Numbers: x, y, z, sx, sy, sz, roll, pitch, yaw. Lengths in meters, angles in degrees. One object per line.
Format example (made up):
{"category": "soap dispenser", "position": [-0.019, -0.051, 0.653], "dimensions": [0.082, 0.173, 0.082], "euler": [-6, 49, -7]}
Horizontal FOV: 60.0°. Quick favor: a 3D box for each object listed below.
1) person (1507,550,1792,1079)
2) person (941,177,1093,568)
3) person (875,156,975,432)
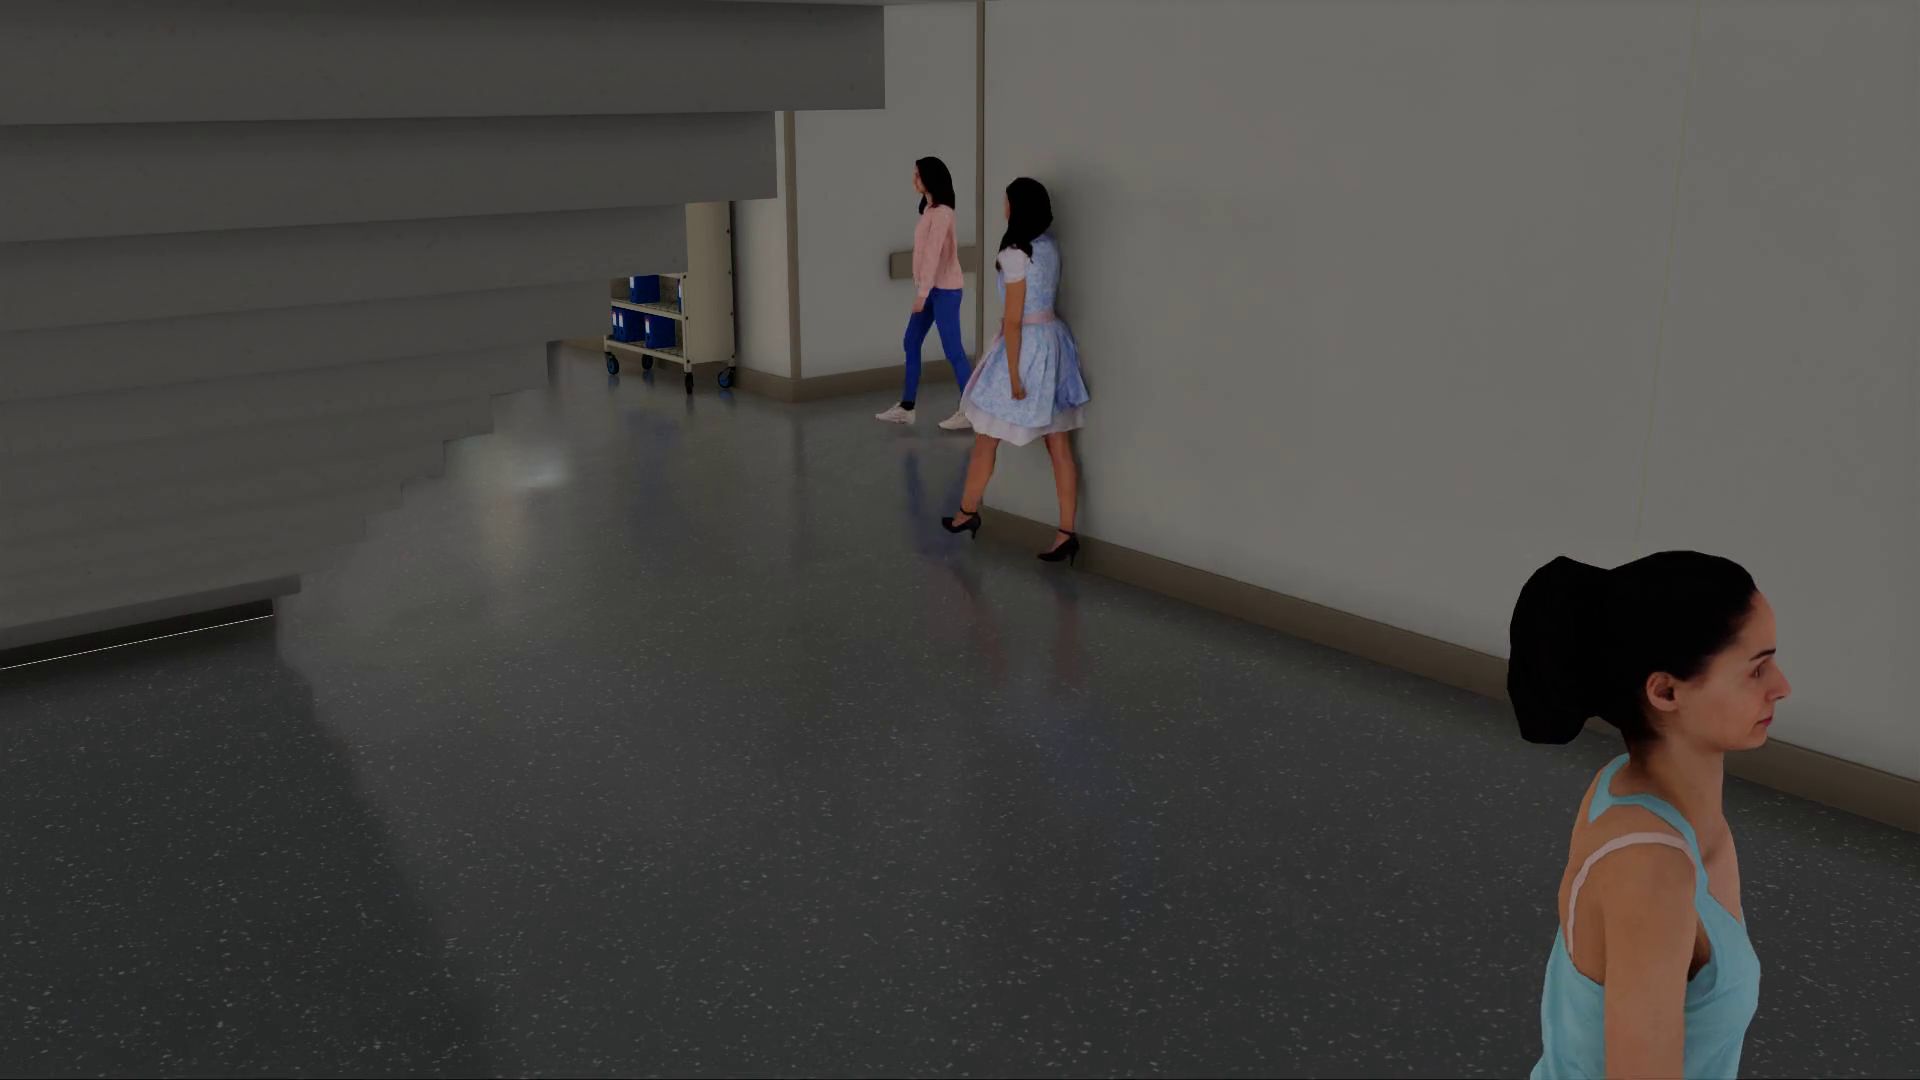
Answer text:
{"category": "person", "position": [0.791, 0.860, 2.067], "dimensions": [0.737, 1.765, 0.701], "euler": [5, 17, 19]}
{"category": "person", "position": [0.418, -0.739, 7.718], "dimensions": [1.083, 1.776, 0.732], "euler": [14, 21, 41]}
{"category": "person", "position": [-0.038, -1.552, 10.669], "dimensions": [0.978, 1.740, 0.971], "euler": [-3, 16, -9]}
